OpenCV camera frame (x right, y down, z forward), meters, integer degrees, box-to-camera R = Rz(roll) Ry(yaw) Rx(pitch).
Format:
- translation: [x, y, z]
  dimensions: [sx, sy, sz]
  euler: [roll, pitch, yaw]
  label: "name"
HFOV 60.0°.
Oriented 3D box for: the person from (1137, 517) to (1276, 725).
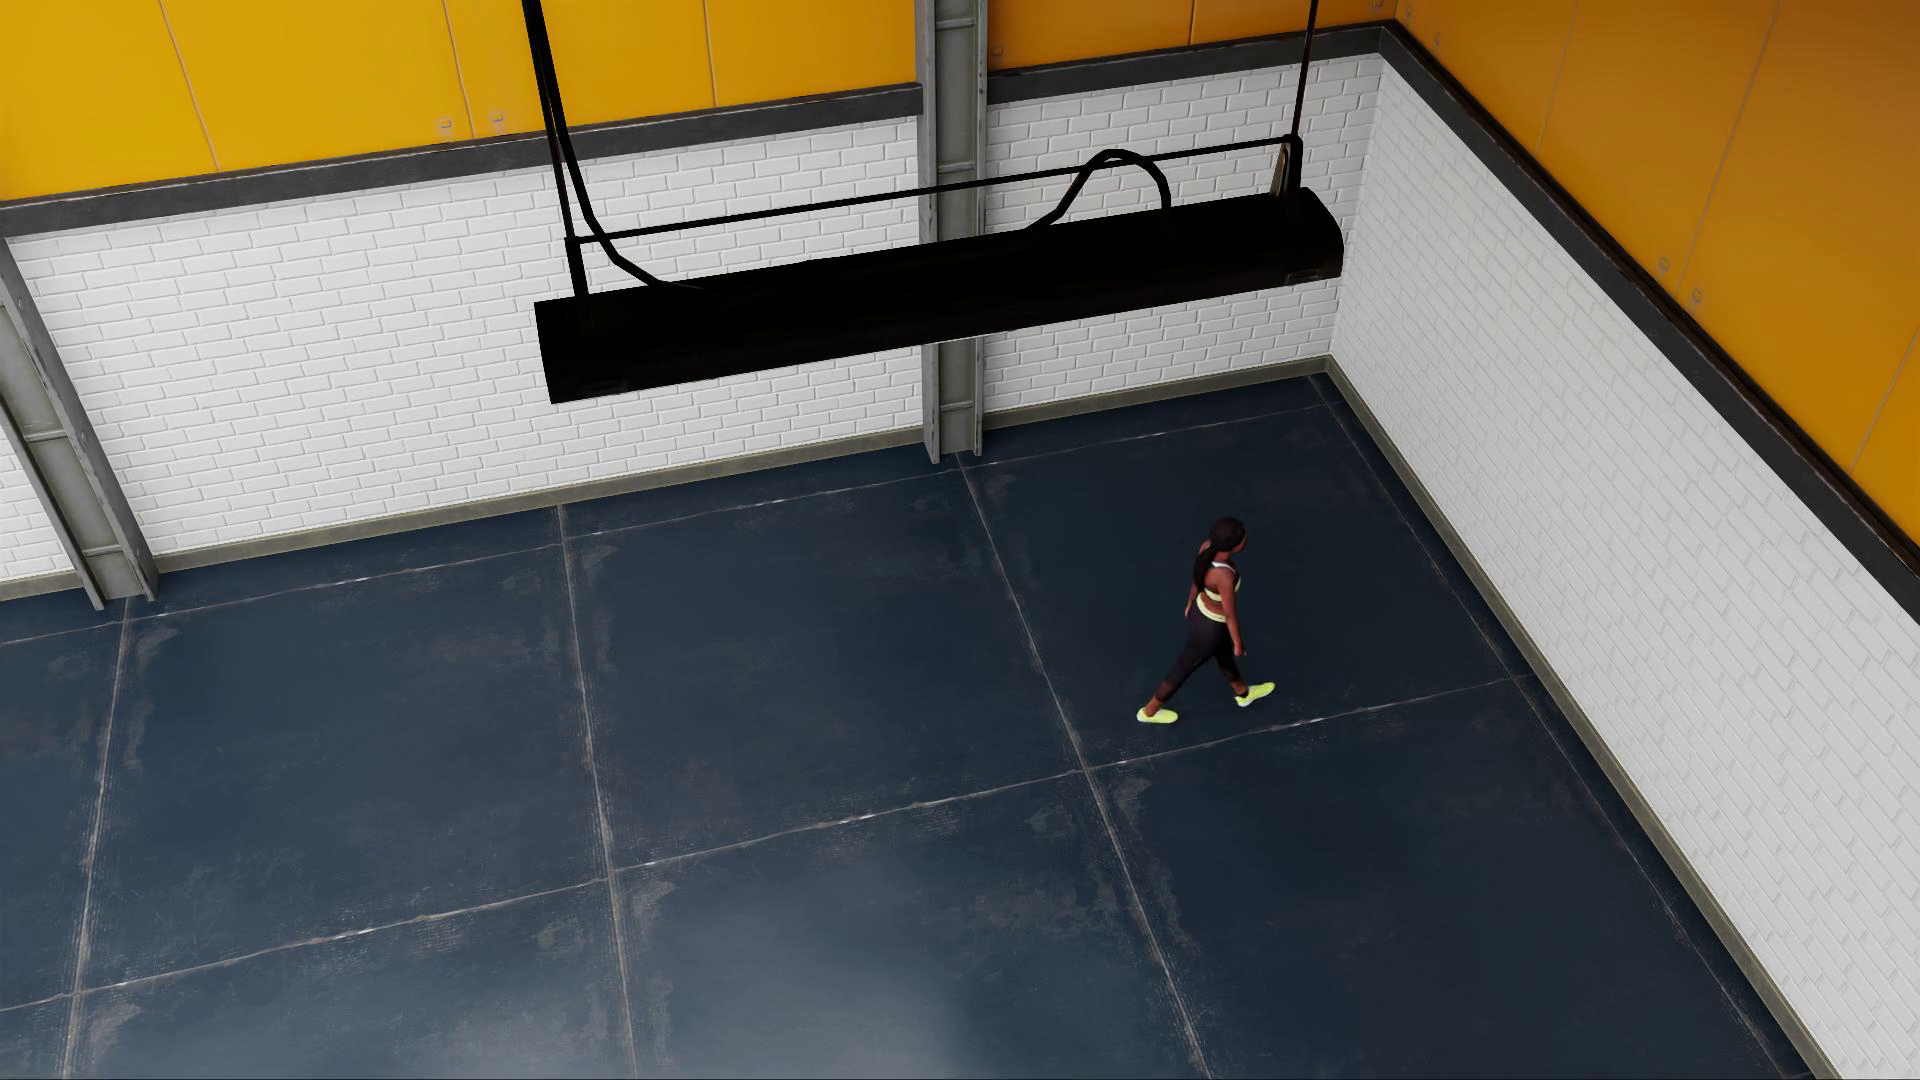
- translation: [1.437, 0.561, 10.240]
  dimensions: [1.162, 1.701, 0.660]
  euler: [-7, 44, -7]
  label: "person"
